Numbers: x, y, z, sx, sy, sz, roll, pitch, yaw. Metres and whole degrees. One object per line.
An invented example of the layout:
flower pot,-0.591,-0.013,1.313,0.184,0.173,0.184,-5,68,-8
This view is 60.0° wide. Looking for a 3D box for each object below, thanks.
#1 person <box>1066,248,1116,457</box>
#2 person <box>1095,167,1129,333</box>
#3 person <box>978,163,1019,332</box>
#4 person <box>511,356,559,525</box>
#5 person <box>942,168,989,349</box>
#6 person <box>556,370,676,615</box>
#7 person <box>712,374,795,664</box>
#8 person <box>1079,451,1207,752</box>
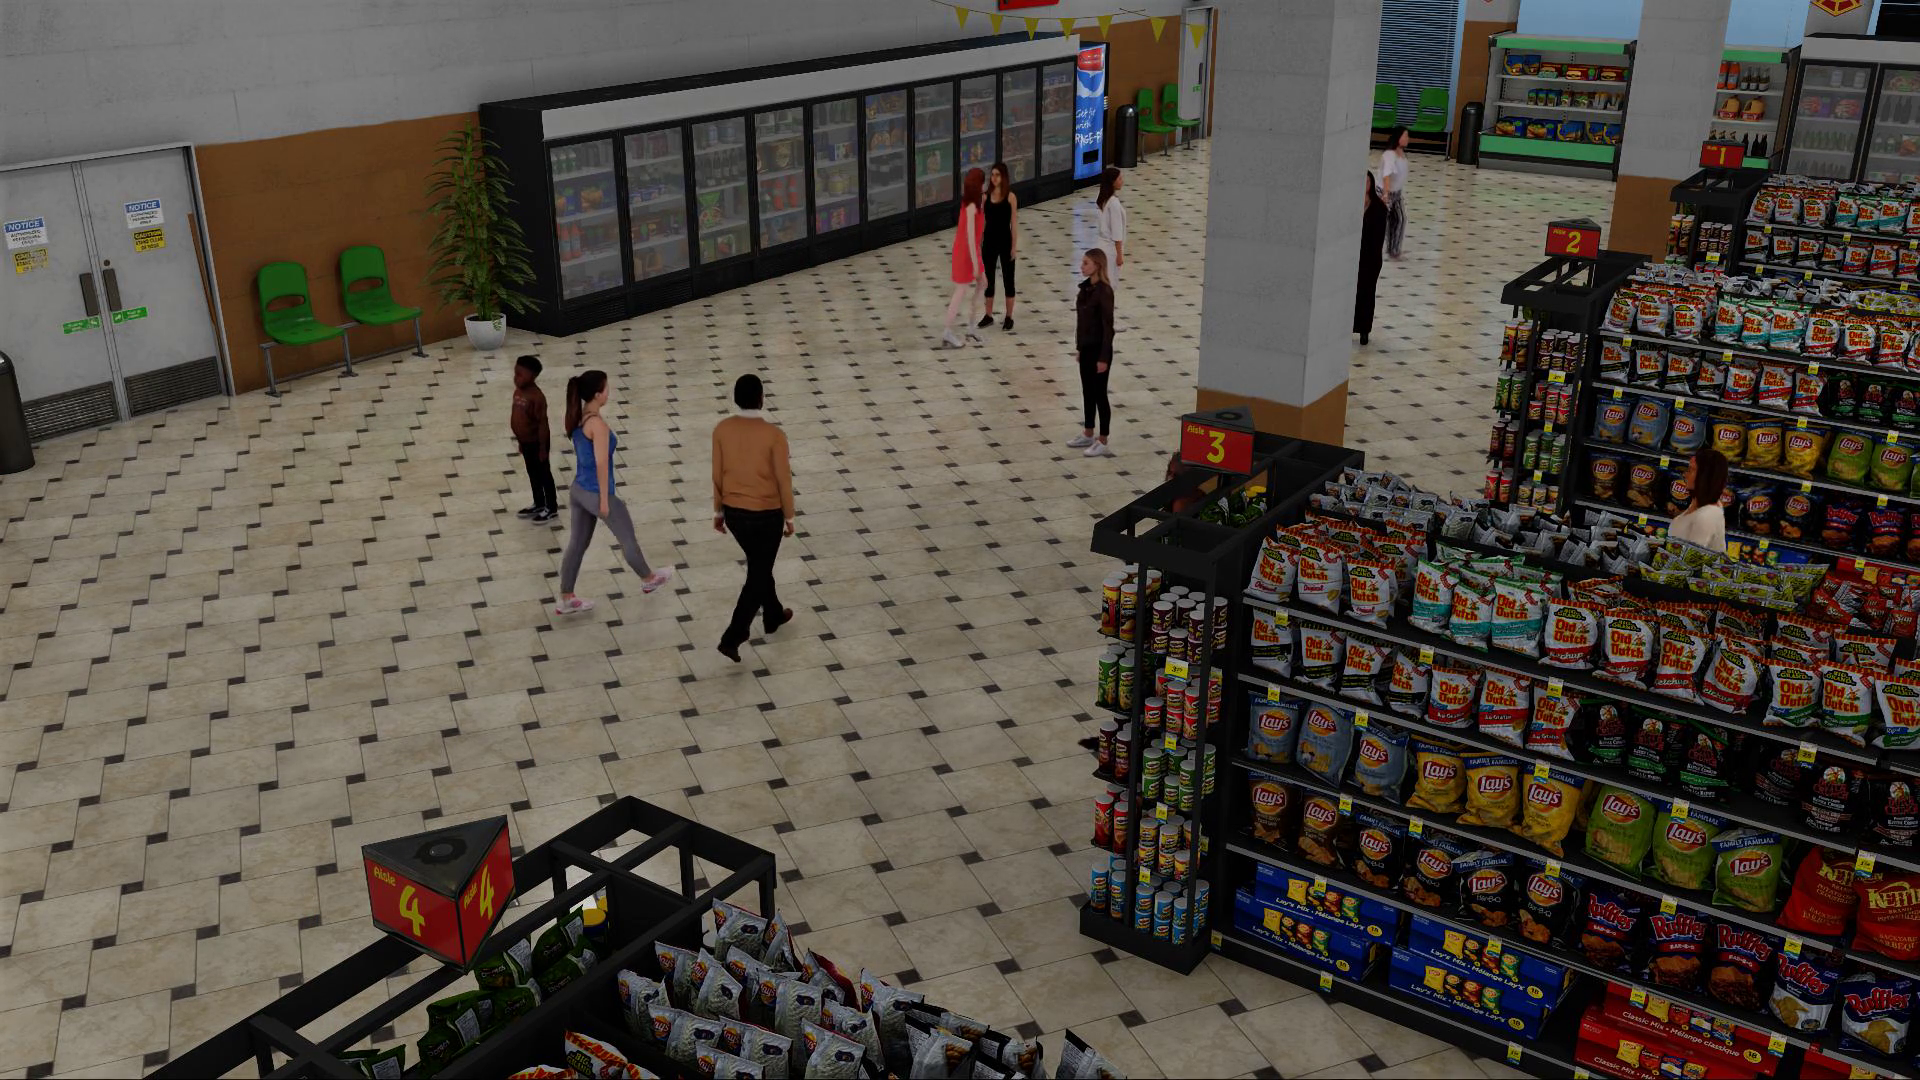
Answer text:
person,1.109,-1.537,13.558,0.735,1.703,0.620,-9,24,-22
person,1.552,-3.013,17.251,0.748,1.689,0.664,-7,23,-16
person,0.412,-3.056,17.310,0.525,1.725,0.682,8,23,20
person,-3.114,-0.744,12.187,0.617,1.254,0.457,-20,29,-40
person,-0.012,-2.779,16.524,0.845,1.796,0.786,0,22,1
person,-2.387,-0.256,10.555,0.818,1.566,1.056,-17,27,-36
person,-1.273,-0.095,9.942,1.148,1.723,0.869,10,24,23
person,1.254,0.363,8.717,1.107,1.788,1.083,-5,23,-13
